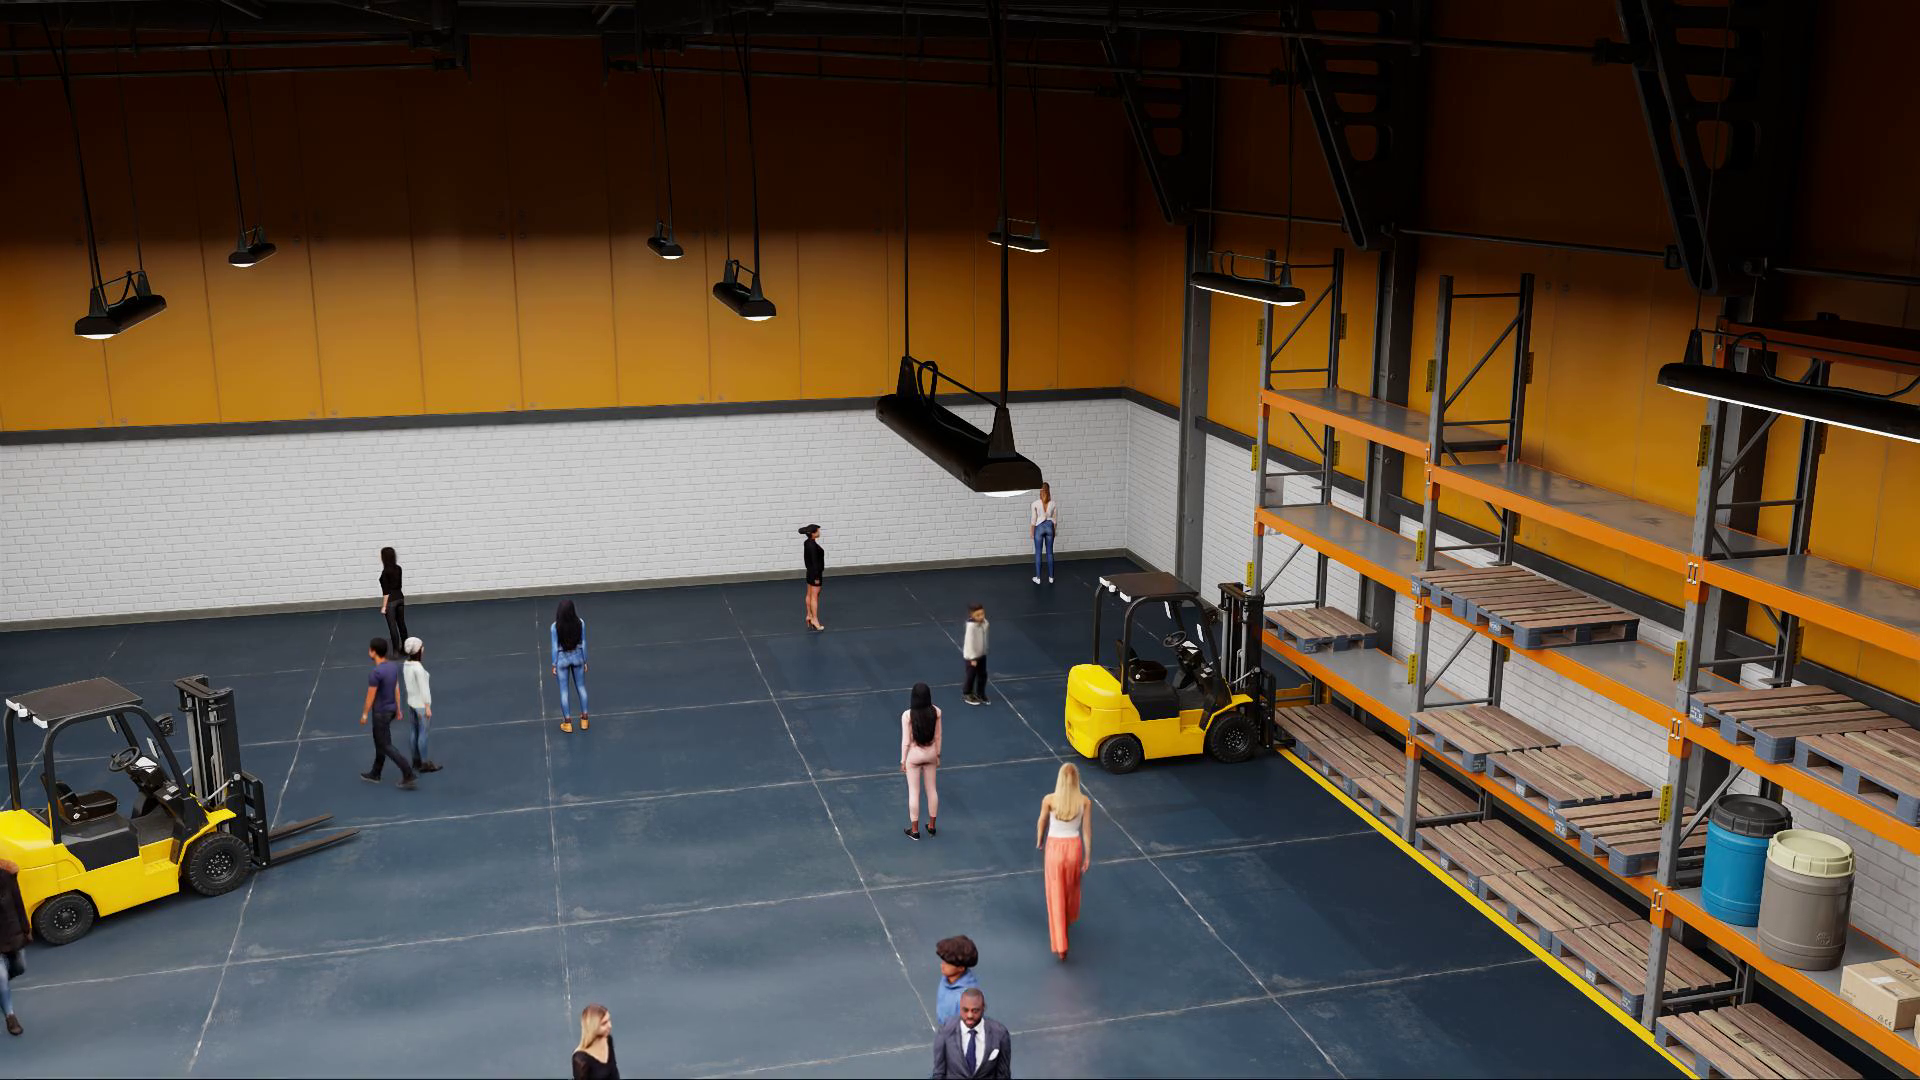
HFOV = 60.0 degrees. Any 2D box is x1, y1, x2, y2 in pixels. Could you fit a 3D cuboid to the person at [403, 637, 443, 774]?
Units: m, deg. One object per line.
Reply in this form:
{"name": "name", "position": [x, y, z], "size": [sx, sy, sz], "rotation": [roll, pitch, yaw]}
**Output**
{"name": "person", "position": [-6.390, 1.928, 19.650], "size": [0.702, 1.645, 0.589], "rotation": [-13, 19, -43]}

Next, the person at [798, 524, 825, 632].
{"name": "person", "position": [-2.225, 0.555, 25.333], "size": [0.662, 1.640, 0.585], "rotation": [-5, 15, -21]}

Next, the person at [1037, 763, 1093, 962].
{"name": "person", "position": [0.950, 2.963, 15.170], "size": [0.849, 1.742, 1.335], "rotation": [-1, 14, -3]}

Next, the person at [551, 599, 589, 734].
{"name": "person", "position": [-4.918, 1.571, 20.982], "size": [0.638, 1.712, 0.579], "rotation": [-7, 15, -26]}

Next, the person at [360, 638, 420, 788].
{"name": "person", "position": [-6.551, 2.009, 19.067], "size": [0.979, 1.763, 1.066], "rotation": [2, 14, 9]}

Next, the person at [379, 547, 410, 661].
{"name": "person", "position": [-8.136, 0.896, 23.918], "size": [0.708, 1.642, 0.607], "rotation": [4, 14, 18]}

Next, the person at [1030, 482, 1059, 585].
{"name": "person", "position": [1.415, -0.131, 27.994], "size": [0.621, 1.719, 0.524], "rotation": [-3, 14, -12]}

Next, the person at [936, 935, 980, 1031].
{"name": "person", "position": [0.072, 3.683, 12.088], "size": [0.736, 1.794, 0.646], "rotation": [-3, 14, -13]}

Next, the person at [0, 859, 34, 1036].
{"name": "person", "position": [-8.083, 3.318, 13.971], "size": [1.021, 1.616, 0.917], "rotation": [11, 17, 37]}

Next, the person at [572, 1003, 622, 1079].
{"name": "person", "position": [-2.545, 3.925, 11.363], "size": [0.765, 1.665, 0.703], "rotation": [5, 14, 18]}

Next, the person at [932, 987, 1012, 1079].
{"name": "person", "position": [0.070, 3.863, 11.279], "size": [0.758, 1.824, 0.712], "rotation": [0, 14, 2]}

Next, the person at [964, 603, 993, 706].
{"name": "person", "position": [0.185, 1.494, 21.921], "size": [0.772, 1.421, 0.733], "rotation": [9, 16, 32]}

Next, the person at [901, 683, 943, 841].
{"name": "person", "position": [-0.411, 2.344, 17.771], "size": [0.661, 1.721, 0.596], "rotation": [-6, 15, -25]}
